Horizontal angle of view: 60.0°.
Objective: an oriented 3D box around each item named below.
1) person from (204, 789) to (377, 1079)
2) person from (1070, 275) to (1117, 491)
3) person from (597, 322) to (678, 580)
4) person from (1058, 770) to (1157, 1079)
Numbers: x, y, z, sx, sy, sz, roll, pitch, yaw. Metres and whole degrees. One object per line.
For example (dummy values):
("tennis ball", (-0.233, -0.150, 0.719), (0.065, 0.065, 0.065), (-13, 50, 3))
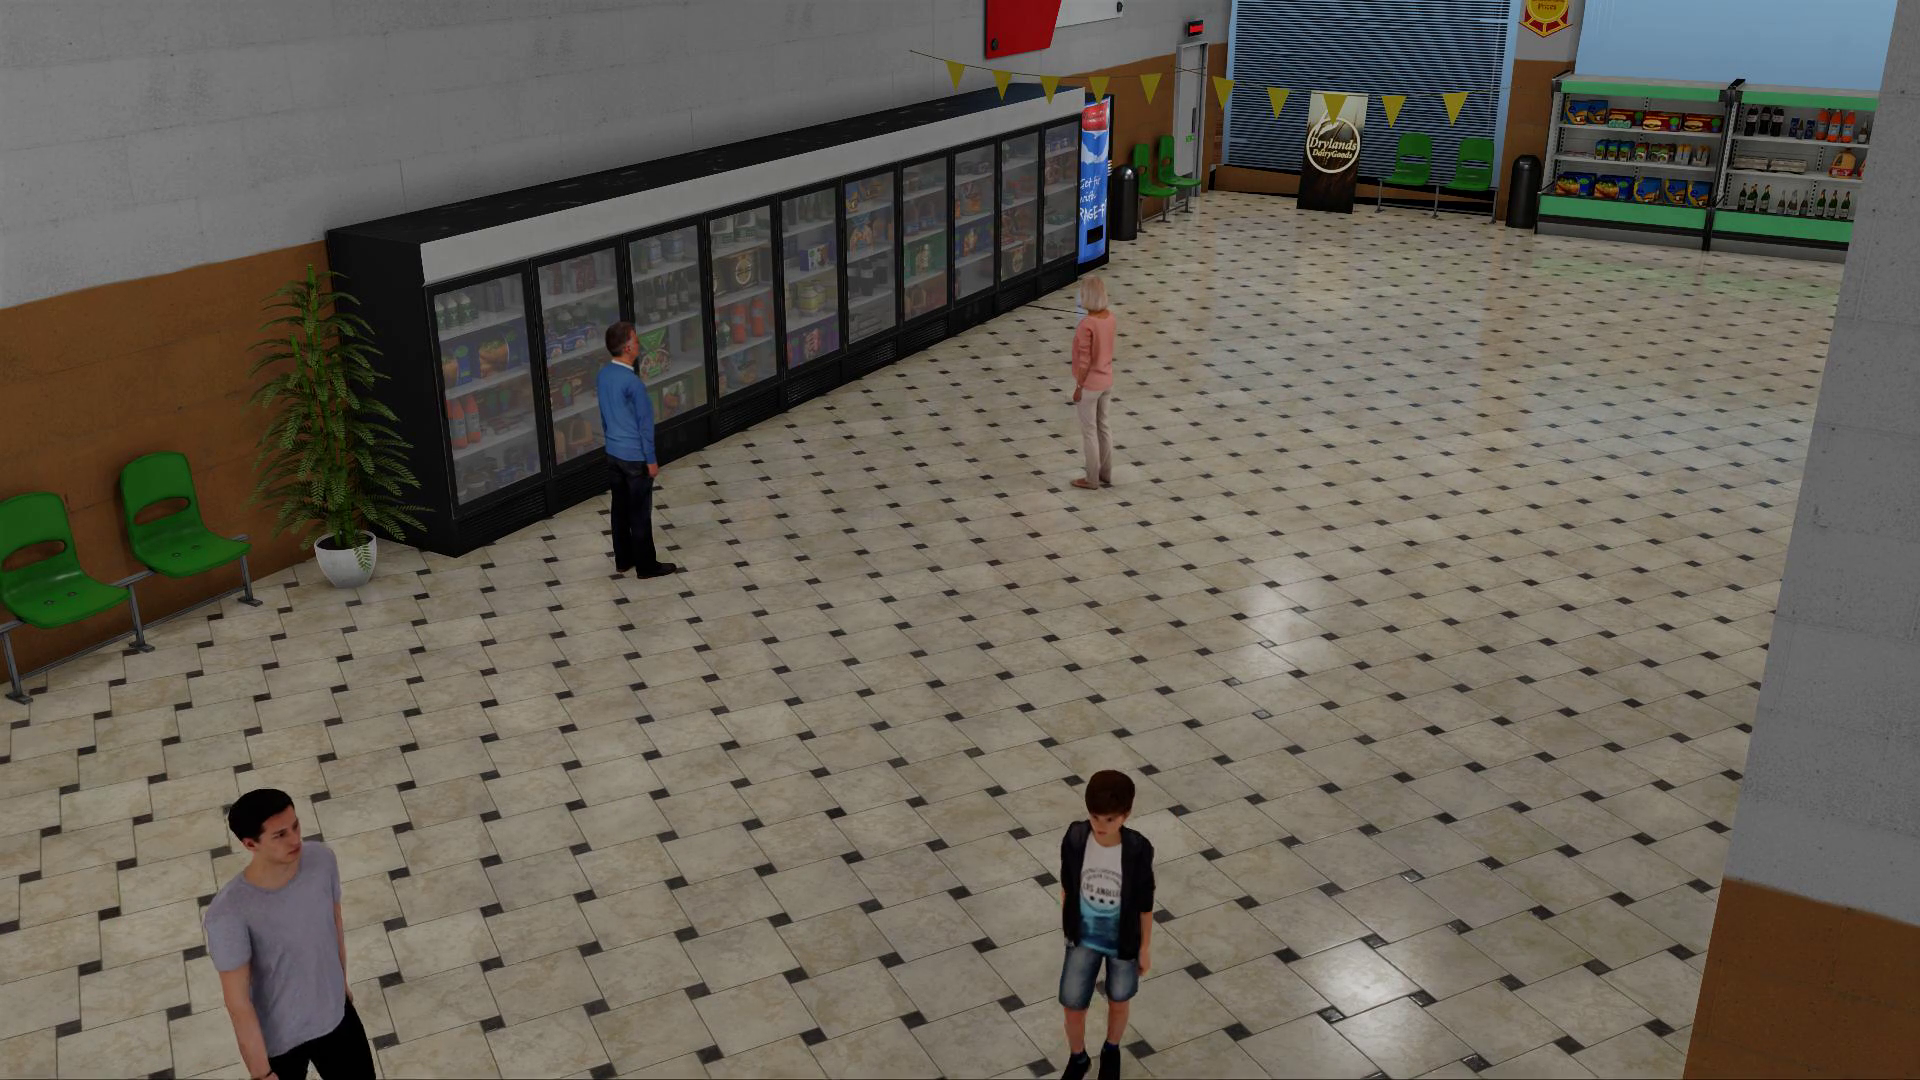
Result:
("person", (-2.369, 1.675, 5.801), (1.144, 1.823, 0.714), (13, 25, 29))
("person", (1.068, -1.258, 13.235), (0.565, 1.724, 0.633), (17, 27, 36))
("person", (-2.294, -0.625, 11.530), (0.590, 1.820, 0.761), (19, 29, 39))
("person", (0.597, 1.541, 6.653), (0.606, 1.437, 0.679), (4, 22, 10))
